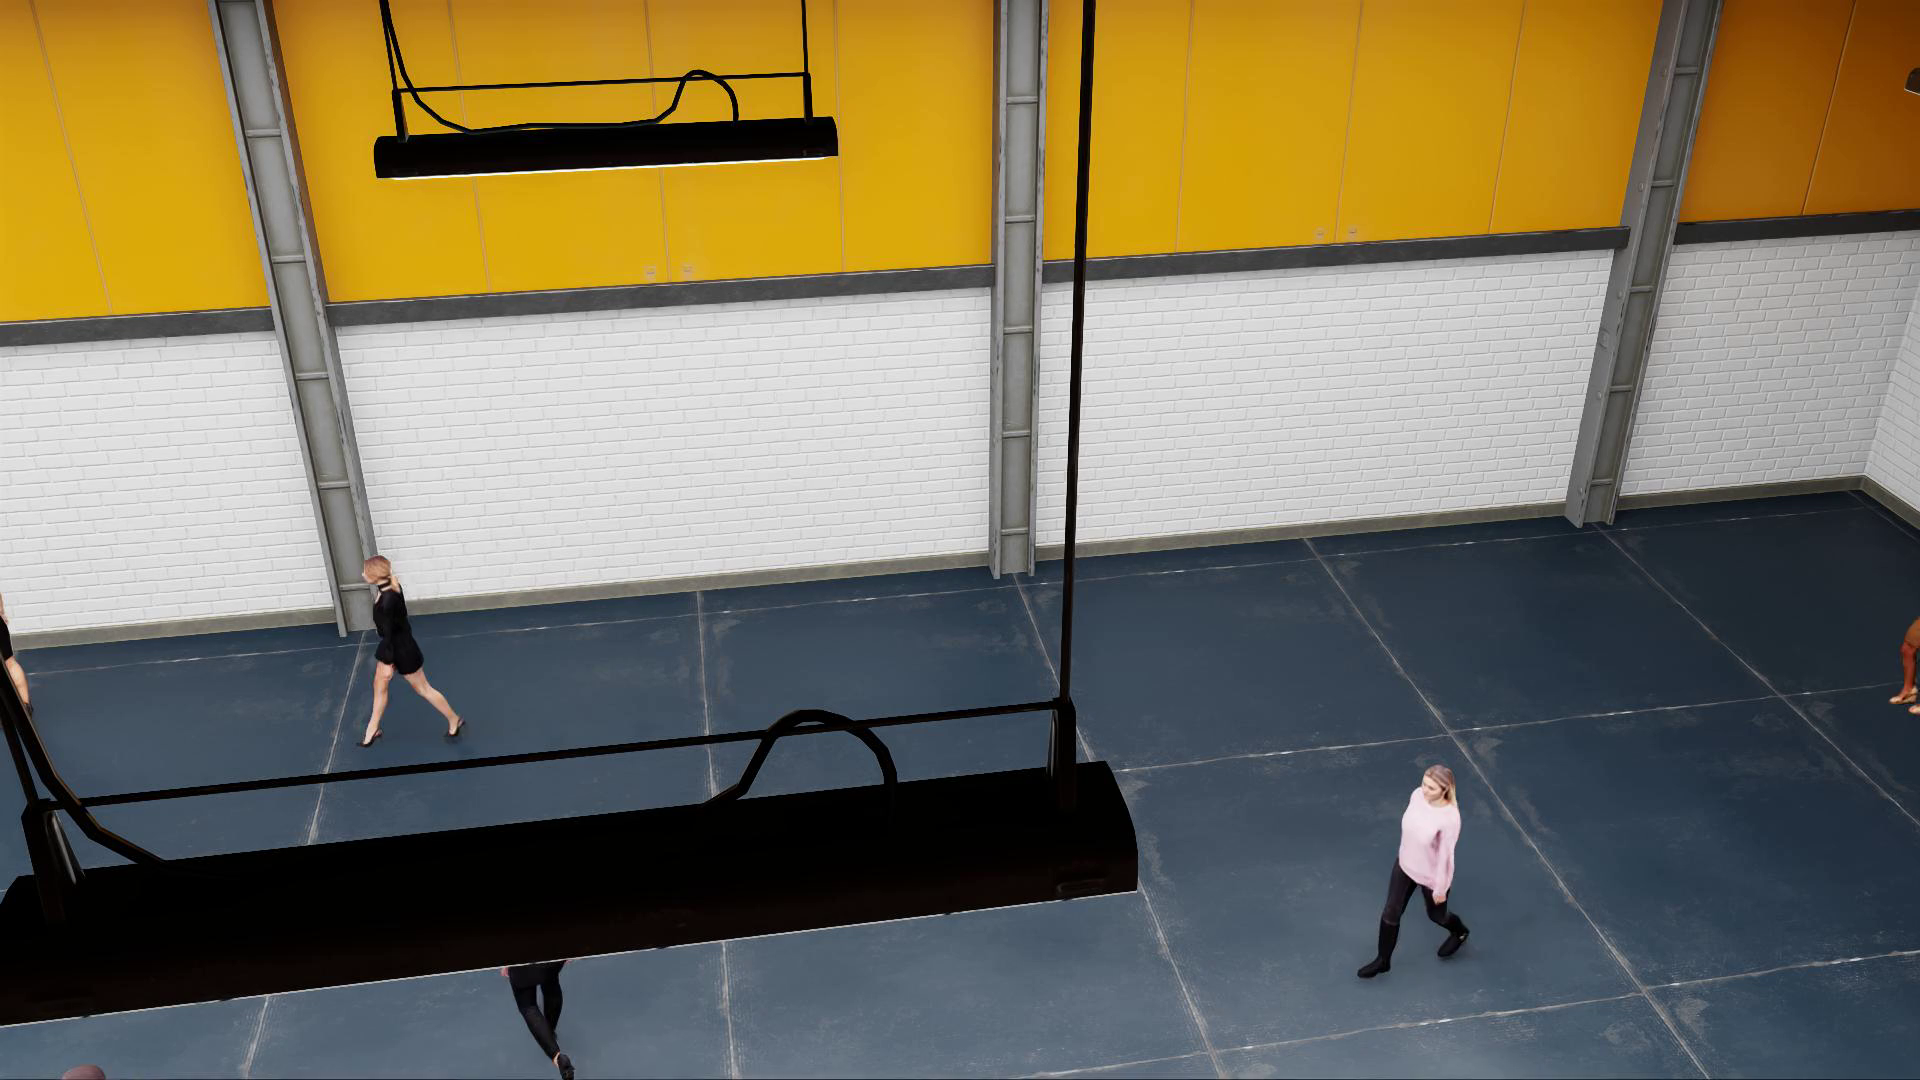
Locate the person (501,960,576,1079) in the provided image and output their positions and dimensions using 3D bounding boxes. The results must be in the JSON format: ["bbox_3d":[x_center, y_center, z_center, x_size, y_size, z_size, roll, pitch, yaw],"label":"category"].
[{"bbox_3d":[-2.546,2.597,10.084,0.994,1.641,0.912,-18,33,-29],"label":"person"}]

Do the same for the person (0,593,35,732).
[{"bbox_3d":[-7.829,0.729,13.346,0.664,1.796,0.661,10,30,18],"label":"person"}]

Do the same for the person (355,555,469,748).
[{"bbox_3d":[-4.327,0.917,13.088,1.117,1.712,0.647,-7,29,-12],"label":"person"}]

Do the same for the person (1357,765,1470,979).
[{"bbox_3d":[3.118,2.155,10.884,1.176,1.650,0.849,-15,32,-26],"label":"person"}]
